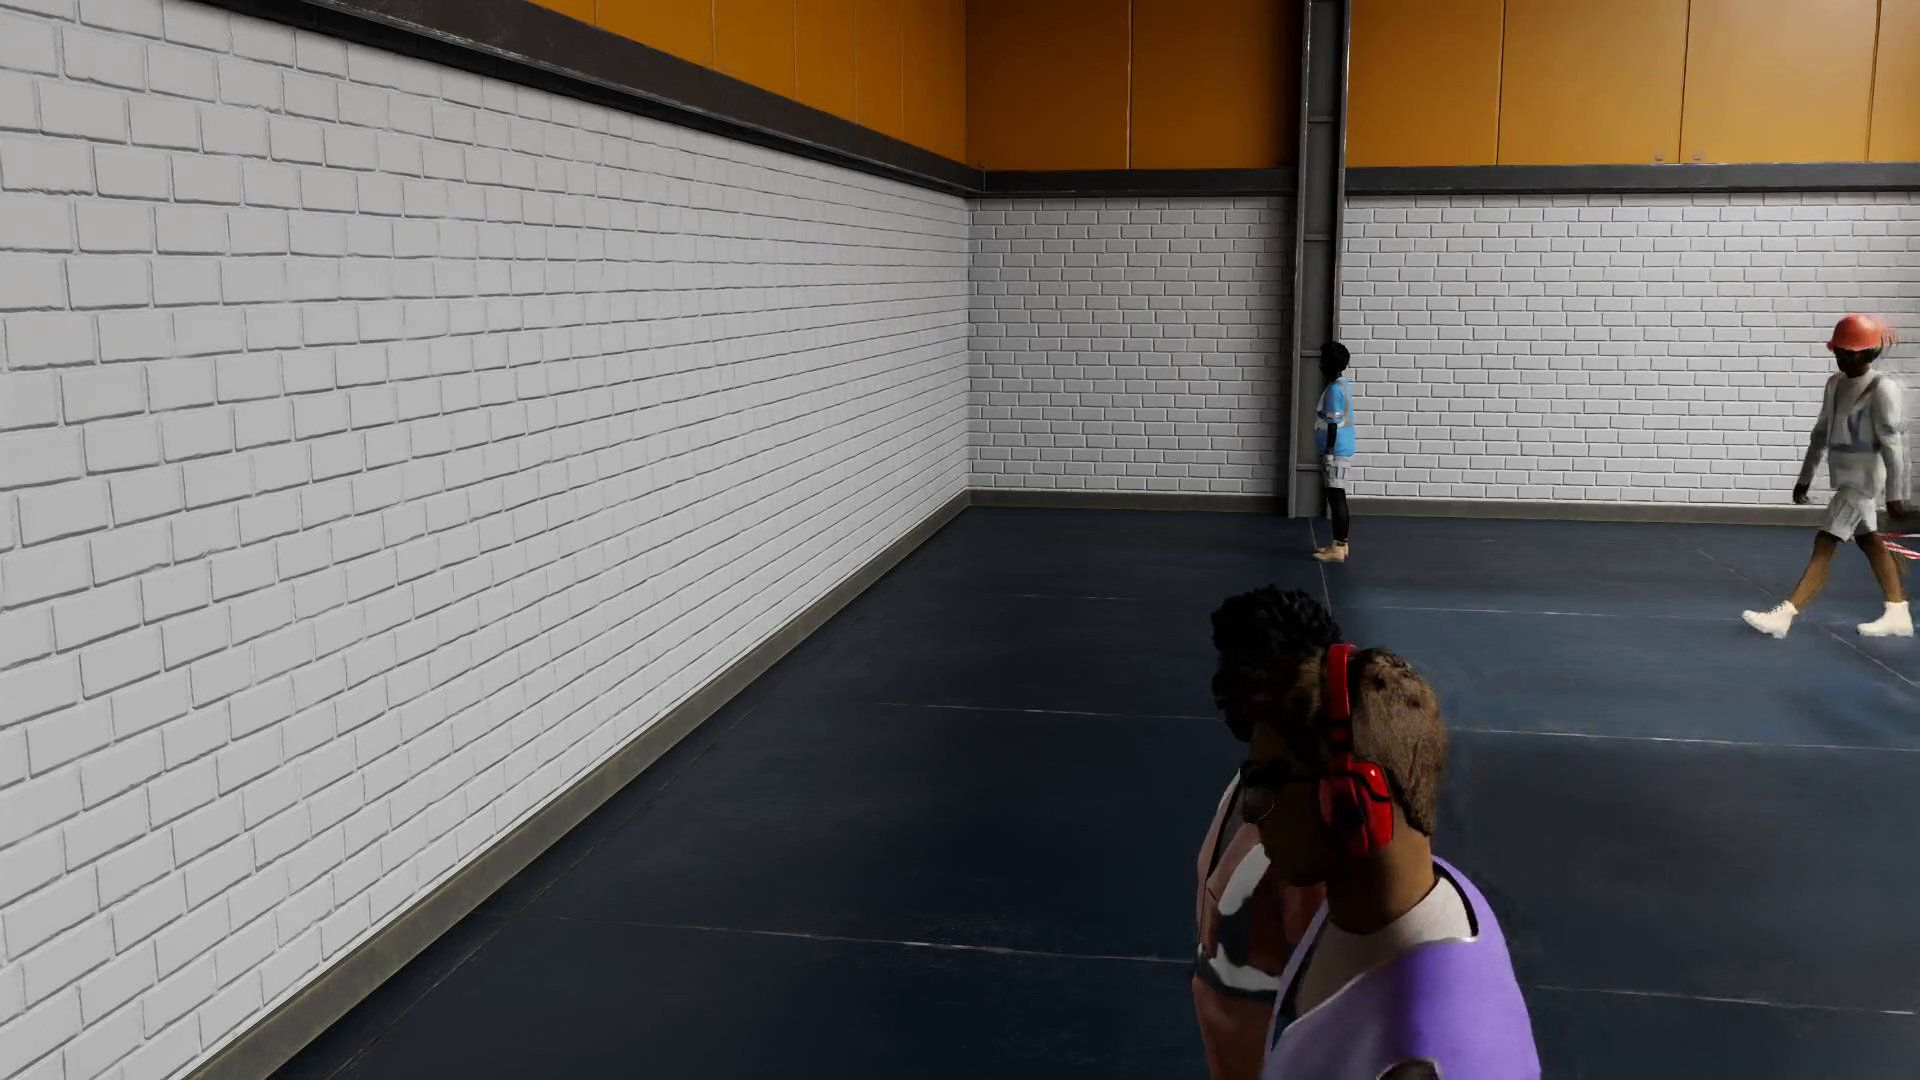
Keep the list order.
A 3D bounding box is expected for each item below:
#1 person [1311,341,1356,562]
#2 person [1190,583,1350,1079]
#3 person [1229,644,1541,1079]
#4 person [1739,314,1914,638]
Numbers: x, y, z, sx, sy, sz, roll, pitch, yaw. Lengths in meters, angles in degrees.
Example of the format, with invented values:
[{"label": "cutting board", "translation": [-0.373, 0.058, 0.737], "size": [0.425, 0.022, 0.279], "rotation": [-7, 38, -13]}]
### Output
[{"label": "person", "translation": [2.875, -0.676, 12.769], "size": [0.321, 1.689, 0.530], "rotation": [2, 9, 15]}, {"label": "person", "translation": [0.556, 0.913, 2.884], "size": [0.322, 1.696, 0.530], "rotation": [0, 9, 0]}, {"label": "person", "translation": [0.518, 1.012, 1.921], "size": [0.531, 1.816, 0.572], "rotation": [2, 9, 11]}, {"label": "person", "translation": [5.303, -0.361, 9.967], "size": [1.088, 1.967, 0.639], "rotation": [1, 9, 5]}]
